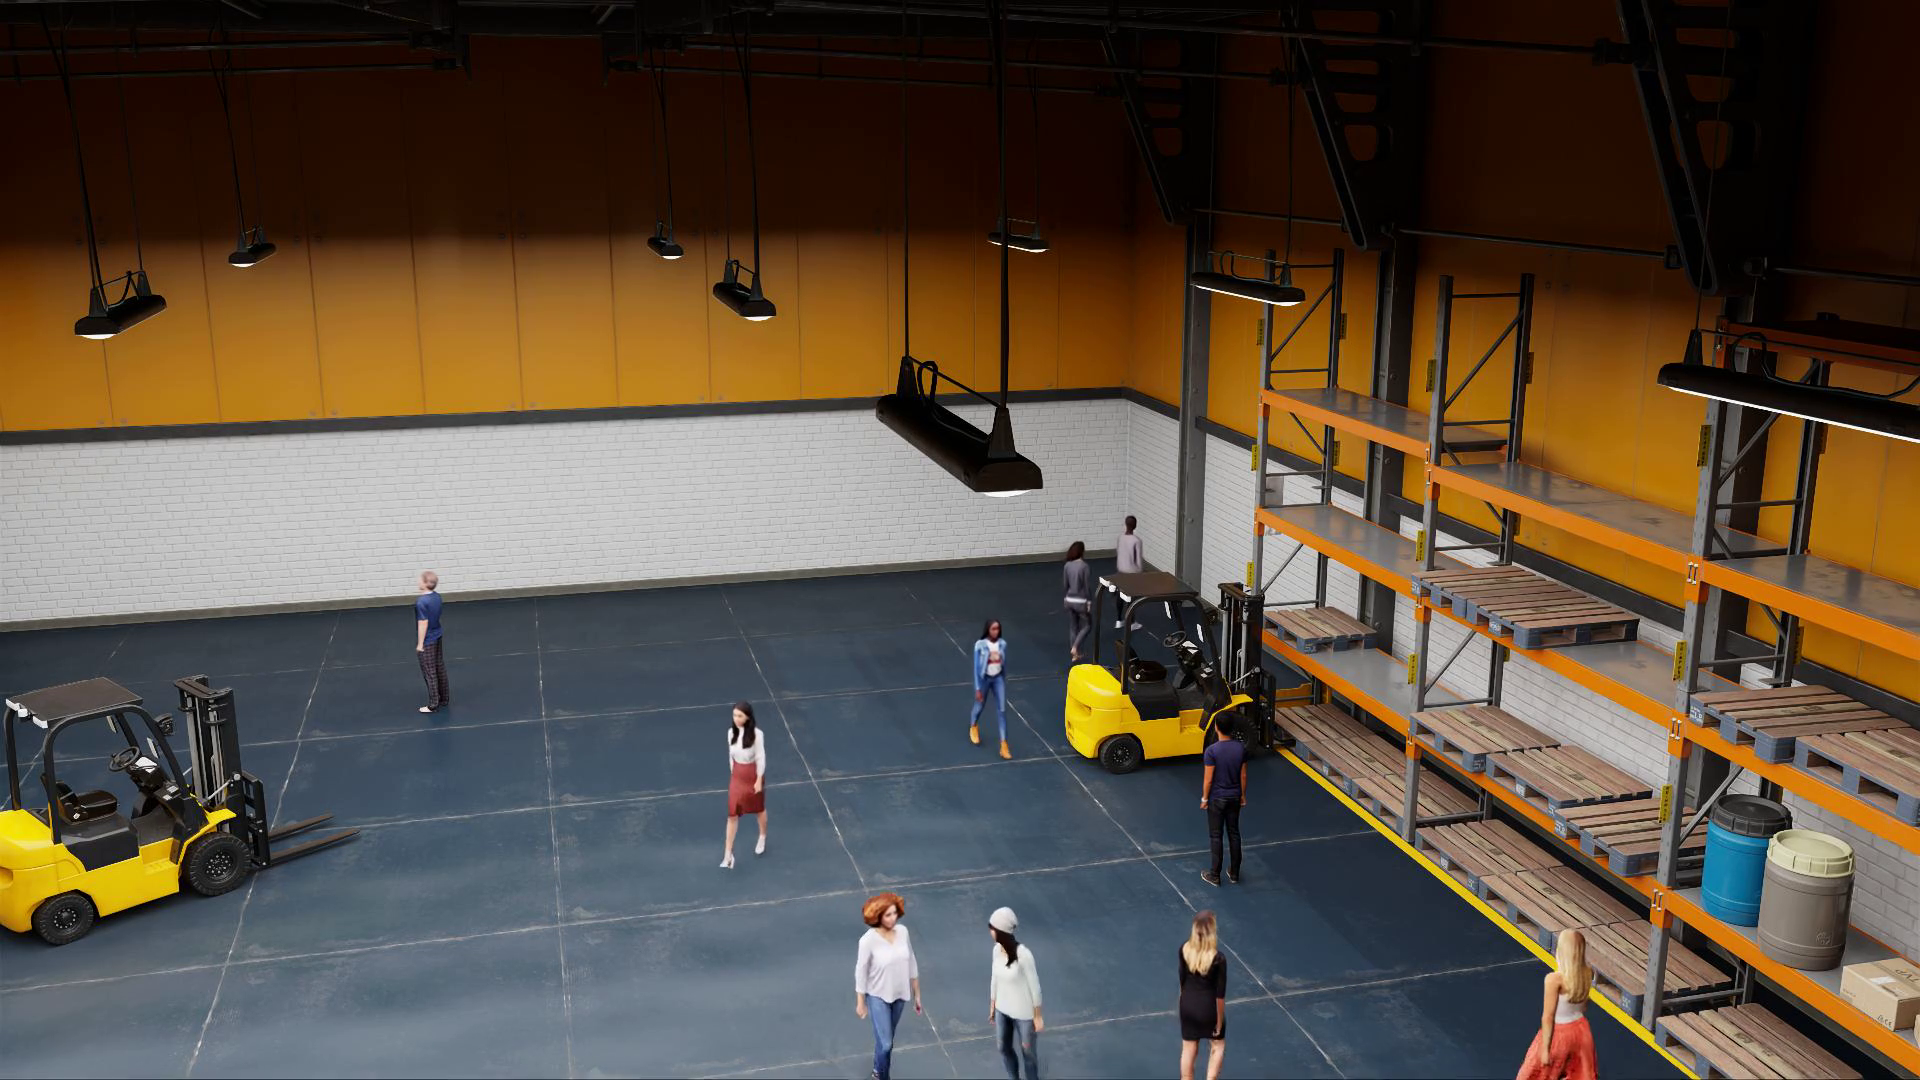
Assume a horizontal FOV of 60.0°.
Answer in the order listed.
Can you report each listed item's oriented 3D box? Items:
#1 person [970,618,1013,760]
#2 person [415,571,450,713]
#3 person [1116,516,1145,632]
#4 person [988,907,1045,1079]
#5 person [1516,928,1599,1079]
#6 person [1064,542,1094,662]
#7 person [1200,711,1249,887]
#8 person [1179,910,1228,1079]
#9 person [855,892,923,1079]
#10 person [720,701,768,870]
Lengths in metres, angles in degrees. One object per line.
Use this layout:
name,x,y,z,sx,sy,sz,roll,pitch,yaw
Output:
person,0.308,1.773,20.254,0.684,1.663,1.213,-5,14,-20
person,-6.919,1.309,21.725,0.799,1.871,0.660,3,14,13
person,2.563,0.494,25.307,0.664,1.771,0.768,12,18,41
person,0.479,3.612,12.737,0.672,1.626,0.831,8,16,31
person,4.455,3.718,12.040,0.729,1.748,1.287,-5,15,-21
person,1.633,0.906,23.635,0.818,1.756,0.876,9,16,33
person,2.647,2.580,16.651,0.661,1.789,0.530,-5,14,-18
person,1.790,3.627,12.591,0.677,1.665,0.735,7,15,27
person,-0.629,3.513,13.001,0.815,1.694,0.933,-11,17,-38
person,-2.143,2.495,17.178,1.017,1.707,1.145,5,15,21
